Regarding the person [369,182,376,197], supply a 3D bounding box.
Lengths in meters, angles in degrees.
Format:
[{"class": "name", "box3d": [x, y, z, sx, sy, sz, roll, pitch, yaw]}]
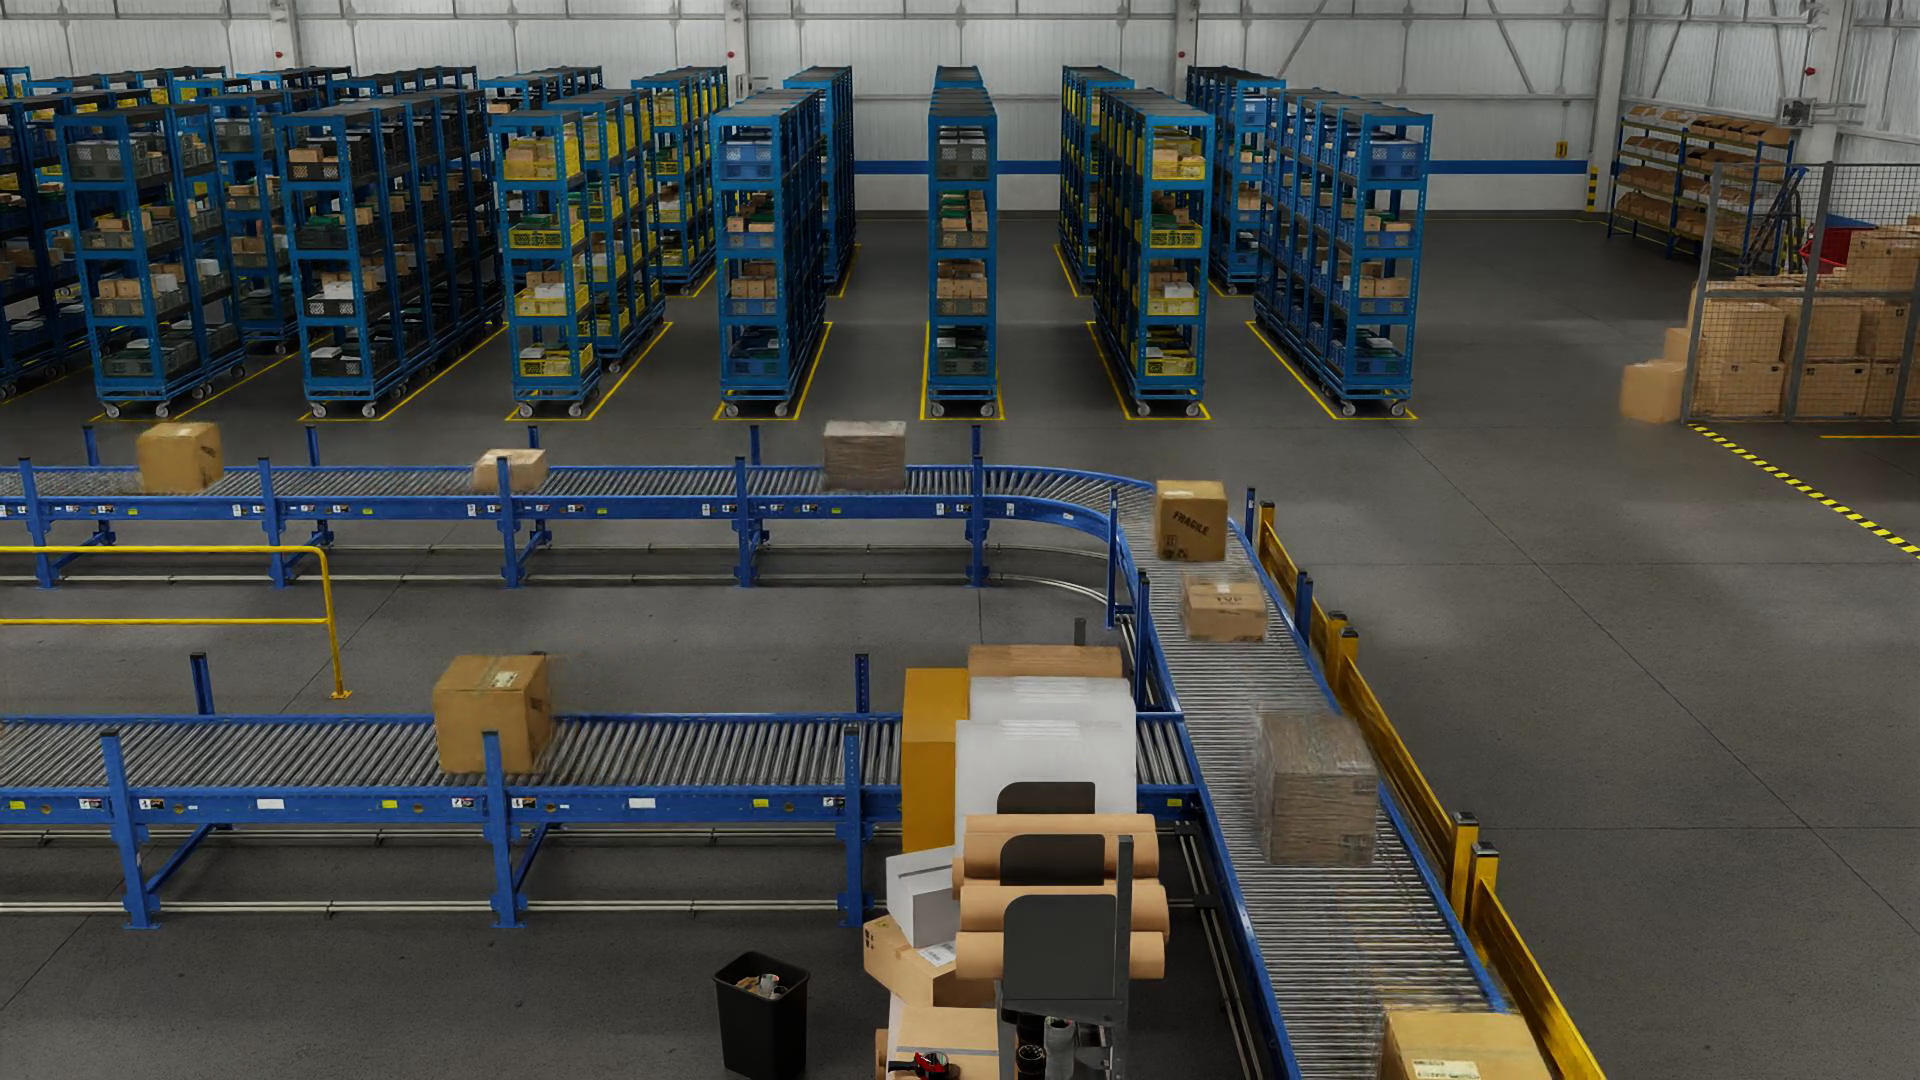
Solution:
[{"class": "person", "box3d": [-12.776, -7.554, 35.994, 0.654, 1.806, 0.507, 12, 21, 32]}]

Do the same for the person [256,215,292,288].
[{"class": "person", "box3d": [-10.656, -4.417, 26.030, 0.395, 1.991, 0.624, 13, 22, 35]}]

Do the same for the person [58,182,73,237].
[{"class": "person", "box3d": [-16.304, -5.815, 30.624, 0.600, 1.811, 0.732, -5, 19, -15]}]
